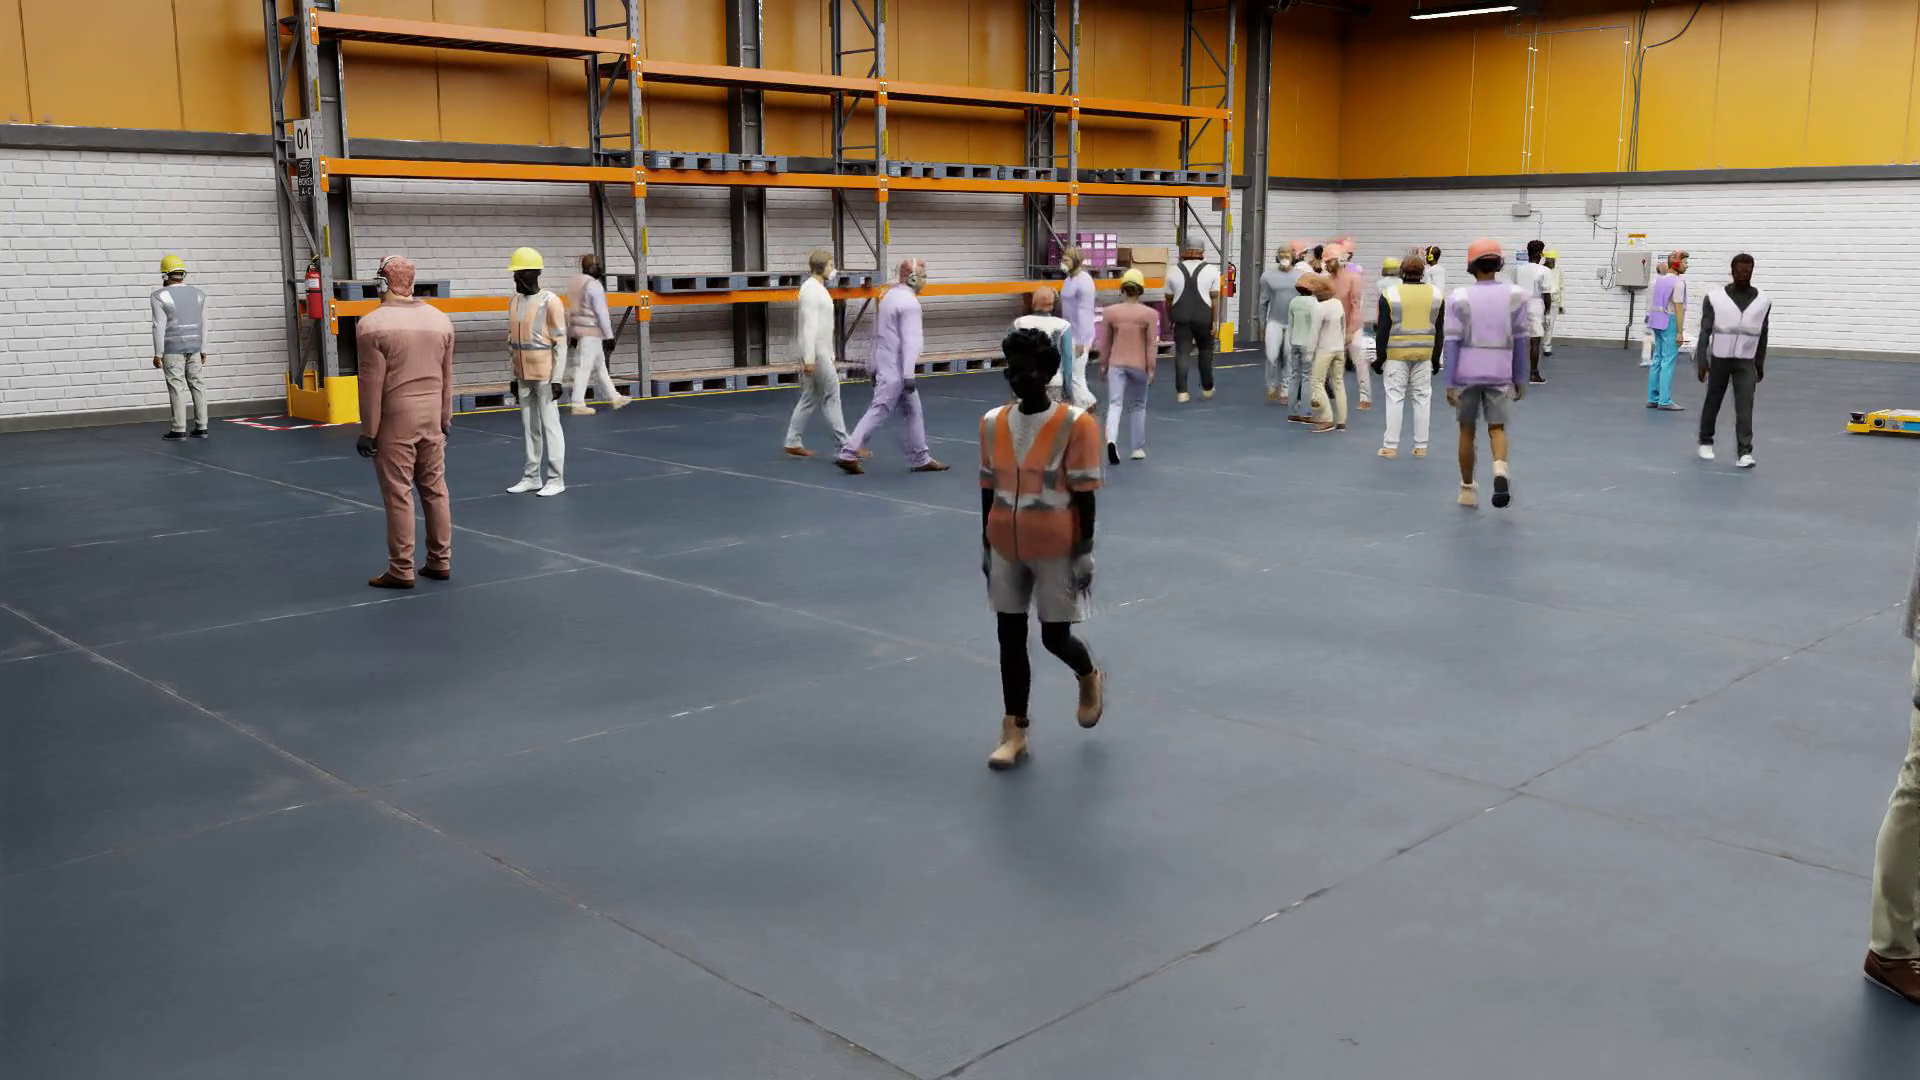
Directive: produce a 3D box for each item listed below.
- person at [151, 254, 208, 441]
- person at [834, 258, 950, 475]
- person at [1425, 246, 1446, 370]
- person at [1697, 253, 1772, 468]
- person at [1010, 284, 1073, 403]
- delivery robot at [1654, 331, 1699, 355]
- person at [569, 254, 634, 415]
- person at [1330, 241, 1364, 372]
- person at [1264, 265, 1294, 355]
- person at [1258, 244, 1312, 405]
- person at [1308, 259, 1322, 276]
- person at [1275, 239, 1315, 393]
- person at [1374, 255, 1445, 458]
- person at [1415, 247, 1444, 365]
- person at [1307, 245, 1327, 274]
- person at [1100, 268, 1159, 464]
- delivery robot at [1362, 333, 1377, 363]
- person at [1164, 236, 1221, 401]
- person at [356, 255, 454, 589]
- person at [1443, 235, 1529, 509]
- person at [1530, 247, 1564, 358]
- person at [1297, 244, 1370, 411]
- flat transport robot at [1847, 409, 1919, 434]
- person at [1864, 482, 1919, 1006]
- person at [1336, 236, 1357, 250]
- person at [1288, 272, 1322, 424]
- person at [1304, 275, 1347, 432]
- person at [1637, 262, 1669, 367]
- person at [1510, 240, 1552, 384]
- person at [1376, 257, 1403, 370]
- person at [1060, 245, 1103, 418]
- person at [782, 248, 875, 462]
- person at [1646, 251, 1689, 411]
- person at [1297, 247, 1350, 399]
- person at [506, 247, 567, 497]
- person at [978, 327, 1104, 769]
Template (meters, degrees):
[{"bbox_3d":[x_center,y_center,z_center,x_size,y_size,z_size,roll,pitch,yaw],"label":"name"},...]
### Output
[{"bbox_3d":[-7.724,-1.897,16.455,0.404,1.833,0.590,6,12,28],"label":"person"},{"bbox_3d":[-0.609,-1.461,14.090,0.995,1.843,0.645,-2,11,-12],"label":"person"},{"bbox_3d":[7.139,-3.493,25.085,0.509,1.864,0.333,-10,14,-42],"label":"person"},{"bbox_3d":[6.851,-1.601,14.769,0.617,1.867,1.023,1,10,7],"label":"person"},{"bbox_3d":[0.646,-1.256,13.507,0.536,1.623,0.510,3,11,16],"label":"person"},{"bbox_3d":[11.469,-3.151,26.526,0.707,0.478,0.477,8,13,38],"label":"delivery robot"},{"bbox_3d":[-4.094,-2.338,18.947,0.924,1.800,0.665,-7,13,-35],"label":"person"},{"bbox_3d":[5.690,-3.448,24.628,0.550,1.935,0.376,-2,11,-10],"label":"person"},{"bbox_3d":[5.493,-3.861,27.680,0.859,1.651,0.519,6,12,30],"label":"person"},{"bbox_3d":[3.849,-2.536,19.723,0.630,1.921,0.595,2,11,11],"label":"person"},{"bbox_3d":[6.074,-3.985,28.432,0.584,1.613,0.580,7,13,34],"label":"person"},{"bbox_3d":[4.284,-2.840,21.228,0.644,1.971,0.641,9,13,39],"label":"person"},{"bbox_3d":[4.073,-1.659,15.133,0.634,1.842,0.429,-1,10,-4],"label":"person"},{"bbox_3d":[7.132,-3.670,26.127,1.048,1.849,0.663,9,13,39],"label":"person"},{"bbox_3d":[6.316,-4.224,29.137,0.518,1.839,0.809,9,14,41],"label":"person"},{"bbox_3d":[1.485,-1.542,14.799,0.530,1.742,0.797,3,11,17],"label":"person"},{"bbox_3d":[6.101,-2.869,24.988,0.477,0.478,0.707,0,10,-2],"label":"delivery robot"},{"bbox_3d":[2.895,-2.740,20.486,0.699,2.000,0.922,4,11,20],"label":"person"},{"bbox_3d":[-3.212,-0.675,9.594,0.409,1.908,0.647,6,12,30],"label":"person"},{"bbox_3d":[3.825,-1.198,12.116,0.622,2.027,0.692,1,10,8],"label":"person"},{"bbox_3d":[9.681,-3.914,27.466,0.598,1.828,0.404,-2,11,-9],"label":"person"},{"bbox_3d":[4.380,-2.438,19.193,0.910,1.920,0.645,-9,13,-39],"label":"person"},{"bbox_3d":[9.794,-1.162,16.709,0.652,0.197,1.431,-10,14,-44],"label":"flat transport robot"},{"bbox_3d":[2.685,0.296,4.394,0.521,1.873,0.335,-7,13,-35],"label":"person"},{"bbox_3d":[6.325,-3.957,27.243,1.045,1.987,0.611,5,12,26],"label":"person"},{"bbox_3d":[3.726,-2.068,17.933,0.288,1.633,0.497,-5,12,-26],"label":"person"},{"bbox_3d":[3.806,-1.915,17.167,0.560,1.617,0.364,-10,14,-42],"label":"person"},{"bbox_3d":[10.566,-3.395,25.212,0.539,1.614,0.605,-2,11,-10],"label":"person"},{"bbox_3d":[7.777,-3.107,22.688,0.363,1.963,0.612,-9,14,-42],"label":"person"},{"bbox_3d":[6.405,-3.330,24.605,0.490,1.712,0.770,-1,10,-7],"label":"person"},{"bbox_3d":[1.219,-2.073,17.191,0.477,1.926,0.628,-3,11,-16],"label":"person"},{"bbox_3d":[-1.221,-1.642,14.891,0.855,1.903,0.652,0,10,-1],"label":"person"},{"bbox_3d":[8.208,-2.426,19.311,0.373,1.840,0.572,-1,10,-4],"label":"person"},{"bbox_3d":[4.387,-2.622,20.281,0.820,1.901,0.564,-3,11,-15],"label":"person"},{"bbox_3d":[-3.304,-1.298,12.930,0.589,1.928,0.385,7,13,35],"label":"person"},{"bbox_3d":[0.317,0.019,6.404,0.546,1.680,0.567,7,12,32],"label":"person"}]
